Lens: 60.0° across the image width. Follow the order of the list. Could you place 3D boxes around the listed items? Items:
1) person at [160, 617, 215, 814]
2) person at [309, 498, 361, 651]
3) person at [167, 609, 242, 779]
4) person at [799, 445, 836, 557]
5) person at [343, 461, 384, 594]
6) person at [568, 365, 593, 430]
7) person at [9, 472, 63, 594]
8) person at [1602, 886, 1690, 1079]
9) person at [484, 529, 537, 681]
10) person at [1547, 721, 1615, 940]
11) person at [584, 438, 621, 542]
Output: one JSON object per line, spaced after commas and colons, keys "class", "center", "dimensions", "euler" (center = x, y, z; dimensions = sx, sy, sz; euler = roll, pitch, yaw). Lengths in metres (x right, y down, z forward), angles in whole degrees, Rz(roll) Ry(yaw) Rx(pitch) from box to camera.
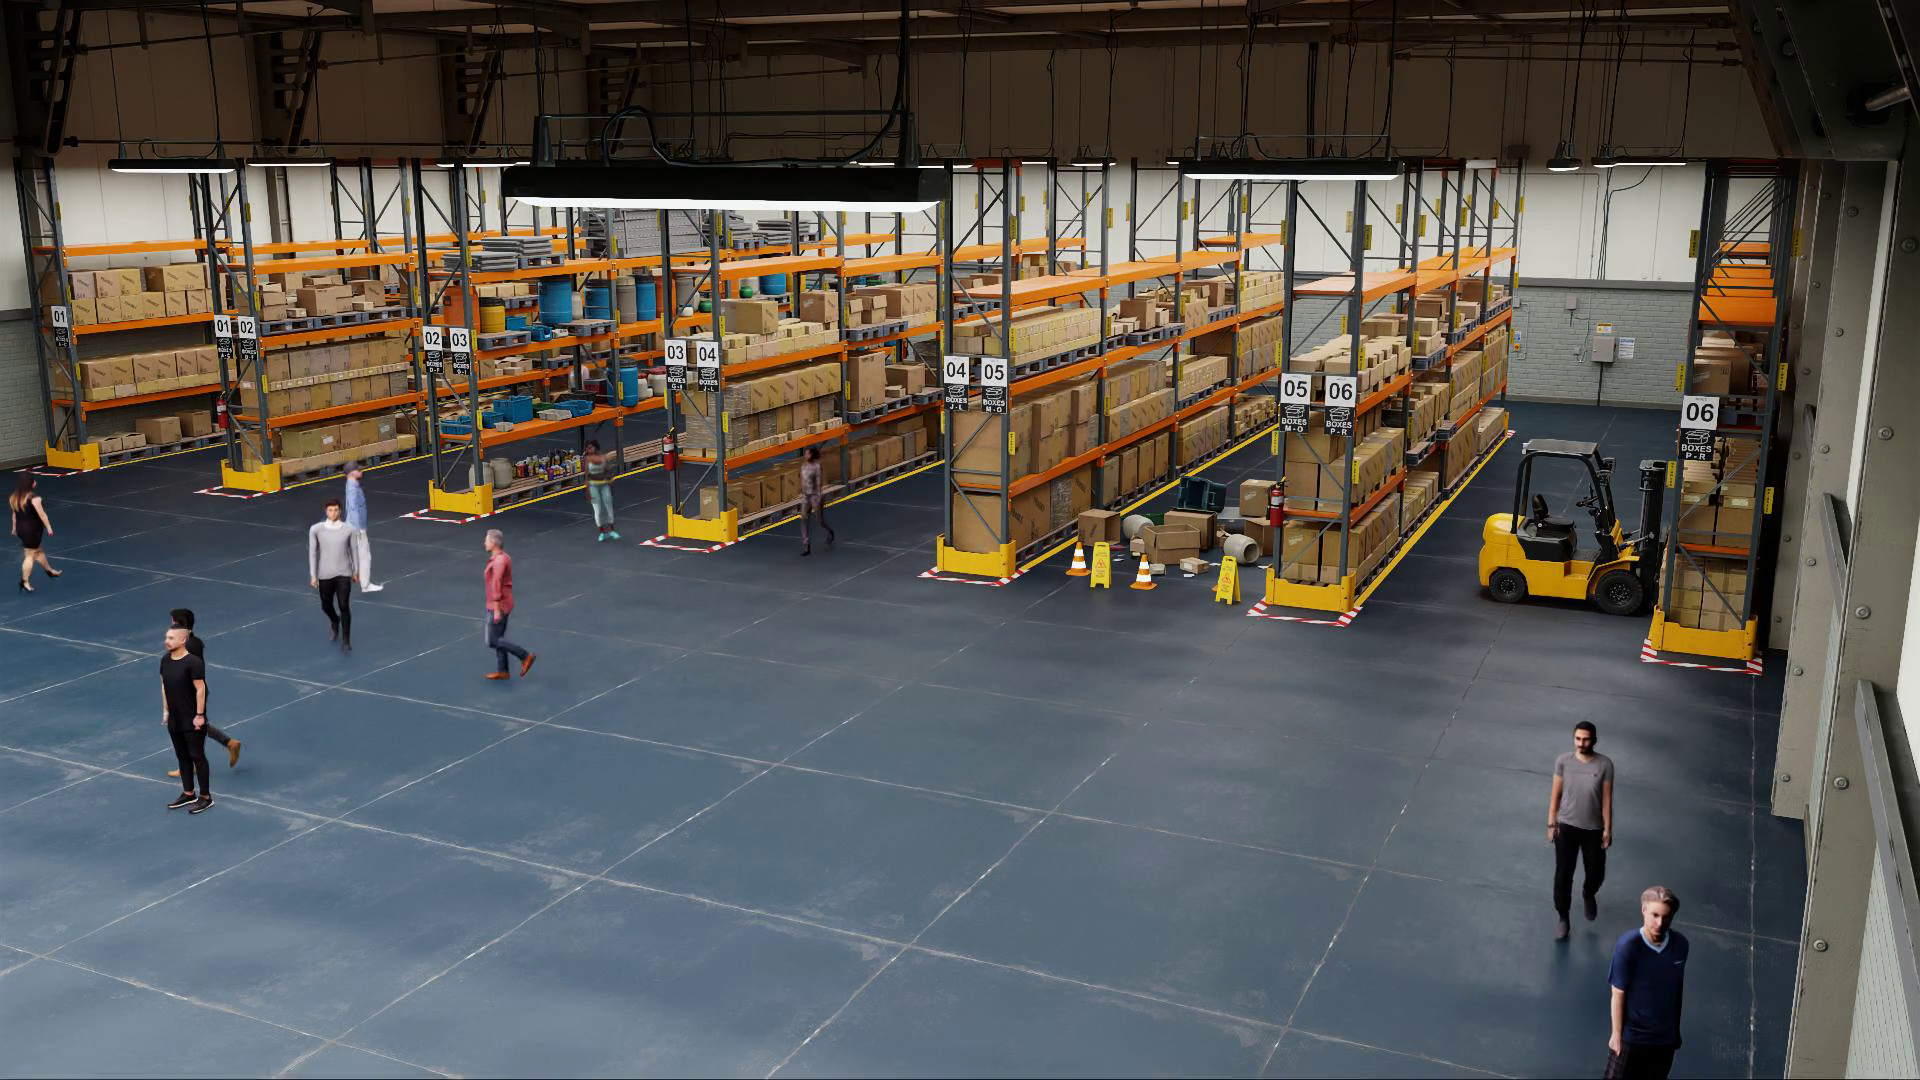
{"class": "person", "center": [-7.272, 1.625, 15.620], "dimensions": [0.682, 1.862, 0.569], "euler": [7, 15, 26]}
{"class": "person", "center": [-7.805, 0.407, 20.781], "dimensions": [1.108, 1.908, 1.203], "euler": [-3, 13, -14]}
{"class": "person", "center": [-7.525, 1.514, 16.444], "dimensions": [0.999, 1.707, 0.993], "euler": [-2, 13, -9]}
{"class": "person", "center": [-2.226, -0.617, 25.691], "dimensions": [0.671, 1.687, 1.110], "euler": [8, 15, 32]}
{"class": "person", "center": [-8.532, -0.173, 23.342], "dimensions": [0.967, 1.882, 0.902], "euler": [-5, 14, -22]}
{"class": "person", "center": [-8.531, -3.362, 37.448], "dimensions": [0.674, 1.730, 0.748], "euler": [5, 14, 22]}
{"class": "person", "center": [-13.120, -0.072, 23.351], "dimensions": [0.712, 1.679, 1.035], "euler": [5, 14, 19]}
{"class": "person", "center": [4.072, 2.936, 9.941], "dimensions": [0.745, 1.870, 0.765], "euler": [-3, 13, -11]}
{"class": "person", "center": [-5.281, 0.778, 19.386], "dimensions": [0.997, 1.814, 0.960], "euler": [-2, 13, -9]}
{"class": "person", "center": [4.920, 2.254, 13.164], "dimensions": [0.635, 1.745, 0.807], "euler": [6, 14, 23]}
{"class": "person", "center": [-5.724, -0.793, 26.447], "dimensions": [0.753, 1.688, 0.850], "euler": [-11, 17, -40]}
